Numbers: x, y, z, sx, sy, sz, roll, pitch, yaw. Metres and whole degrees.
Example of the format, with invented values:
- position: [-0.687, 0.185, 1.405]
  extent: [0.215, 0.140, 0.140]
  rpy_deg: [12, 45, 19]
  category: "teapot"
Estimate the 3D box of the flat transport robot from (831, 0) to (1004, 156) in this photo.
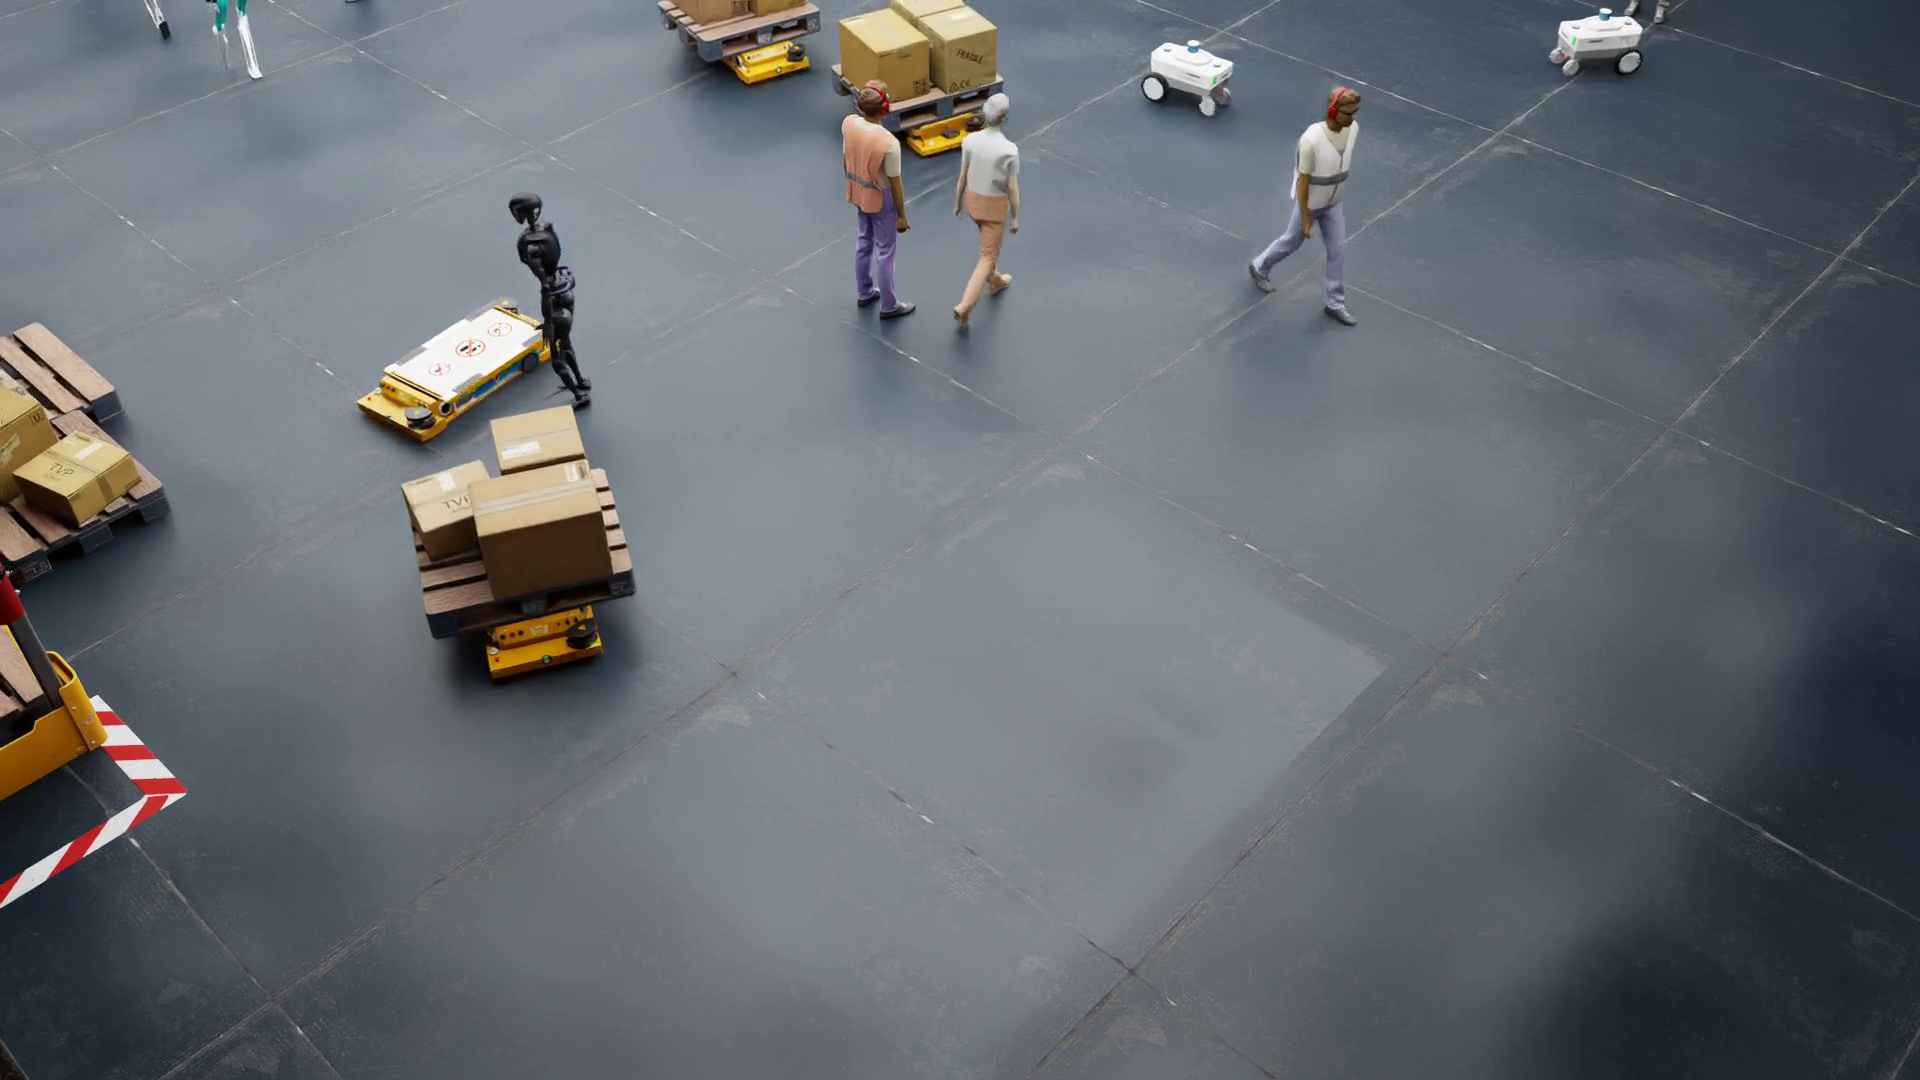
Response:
- position: [-0.387, -3.867, 14.824]
  extent: [0.659, 0.231, 1.431]
  rpy_deg: [-21, 46, -22]
  category: "flat transport robot"

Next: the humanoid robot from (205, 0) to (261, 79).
- position: [-6.698, -5.006, 15.062]
  extent: [0.674, 1.878, 0.544]
  rpy_deg: [33, 51, 31]
  category: "humanoid robot"

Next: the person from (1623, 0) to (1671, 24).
- position: [6.785, -5.892, 15.908]
  extent: [0.568, 1.832, 0.403]
  rpy_deg: [18, 45, 19]
  category: "person"

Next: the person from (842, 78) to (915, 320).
- position: [-0.612, -2.450, 12.067]
  extent: [0.378, 1.847, 0.568]
  rpy_deg: [-33, 51, -31]
  category: "person"

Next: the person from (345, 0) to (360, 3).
- position: [-6.124, -6.243, 16.269]
  extent: [0.415, 1.871, 0.536]
  rpy_deg: [-23, 47, -23]
  category: "person"

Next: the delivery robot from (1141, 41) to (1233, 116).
- position: [2.060, -4.206, 14.985]
  extent: [0.774, 0.592, 0.499]
  rpy_deg: [27, 48, 26]
  category: "delivery robot"

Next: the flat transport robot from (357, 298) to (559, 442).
- position: [-3.541, -1.240, 11.904]
  extent: [0.659, 0.231, 1.431]
  rpy_deg: [24, 47, 25]
  category: "flat transport robot"

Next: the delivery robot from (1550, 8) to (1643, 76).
- position: [5.947, -4.642, 15.471]
  extent: [0.789, 0.593, 0.499]
  rpy_deg: [-7, 42, -7]
  category: "delivery robot"

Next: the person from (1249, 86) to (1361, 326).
- position: [2.593, -2.494, 12.152]
  extent: [0.581, 1.803, 0.936]
  rpy_deg: [-26, 48, -26]
  category: "person"

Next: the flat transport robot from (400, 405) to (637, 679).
- position: [-2.663, 0.240, 10.259]
  extent: [0.659, 0.231, 1.431]
  rpy_deg: [-13, 44, -14]
  category: "flat transport robot"

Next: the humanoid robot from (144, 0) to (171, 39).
- position: [-7.824, -5.671, 15.745]
  extent: [0.554, 1.765, 0.970]
  rpy_deg: [-26, 48, -26]
  category: "humanoid robot"

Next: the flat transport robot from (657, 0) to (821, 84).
- position: [-2.076, -4.768, 15.825]
  extent: [0.659, 0.231, 1.431]
  rpy_deg: [-24, 47, -24]
  category: "flat transport robot"

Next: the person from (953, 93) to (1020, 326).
- position: [0.159, -2.401, 12.124]
  extent: [0.517, 1.709, 0.818]
  rpy_deg: [24, 47, 25]
  category: "person"

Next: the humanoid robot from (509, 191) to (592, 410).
- position: [-2.756, -1.616, 11.266]
  extent: [0.307, 1.641, 0.609]
  rpy_deg: [-6, 42, -6]
  category: "humanoid robot"
